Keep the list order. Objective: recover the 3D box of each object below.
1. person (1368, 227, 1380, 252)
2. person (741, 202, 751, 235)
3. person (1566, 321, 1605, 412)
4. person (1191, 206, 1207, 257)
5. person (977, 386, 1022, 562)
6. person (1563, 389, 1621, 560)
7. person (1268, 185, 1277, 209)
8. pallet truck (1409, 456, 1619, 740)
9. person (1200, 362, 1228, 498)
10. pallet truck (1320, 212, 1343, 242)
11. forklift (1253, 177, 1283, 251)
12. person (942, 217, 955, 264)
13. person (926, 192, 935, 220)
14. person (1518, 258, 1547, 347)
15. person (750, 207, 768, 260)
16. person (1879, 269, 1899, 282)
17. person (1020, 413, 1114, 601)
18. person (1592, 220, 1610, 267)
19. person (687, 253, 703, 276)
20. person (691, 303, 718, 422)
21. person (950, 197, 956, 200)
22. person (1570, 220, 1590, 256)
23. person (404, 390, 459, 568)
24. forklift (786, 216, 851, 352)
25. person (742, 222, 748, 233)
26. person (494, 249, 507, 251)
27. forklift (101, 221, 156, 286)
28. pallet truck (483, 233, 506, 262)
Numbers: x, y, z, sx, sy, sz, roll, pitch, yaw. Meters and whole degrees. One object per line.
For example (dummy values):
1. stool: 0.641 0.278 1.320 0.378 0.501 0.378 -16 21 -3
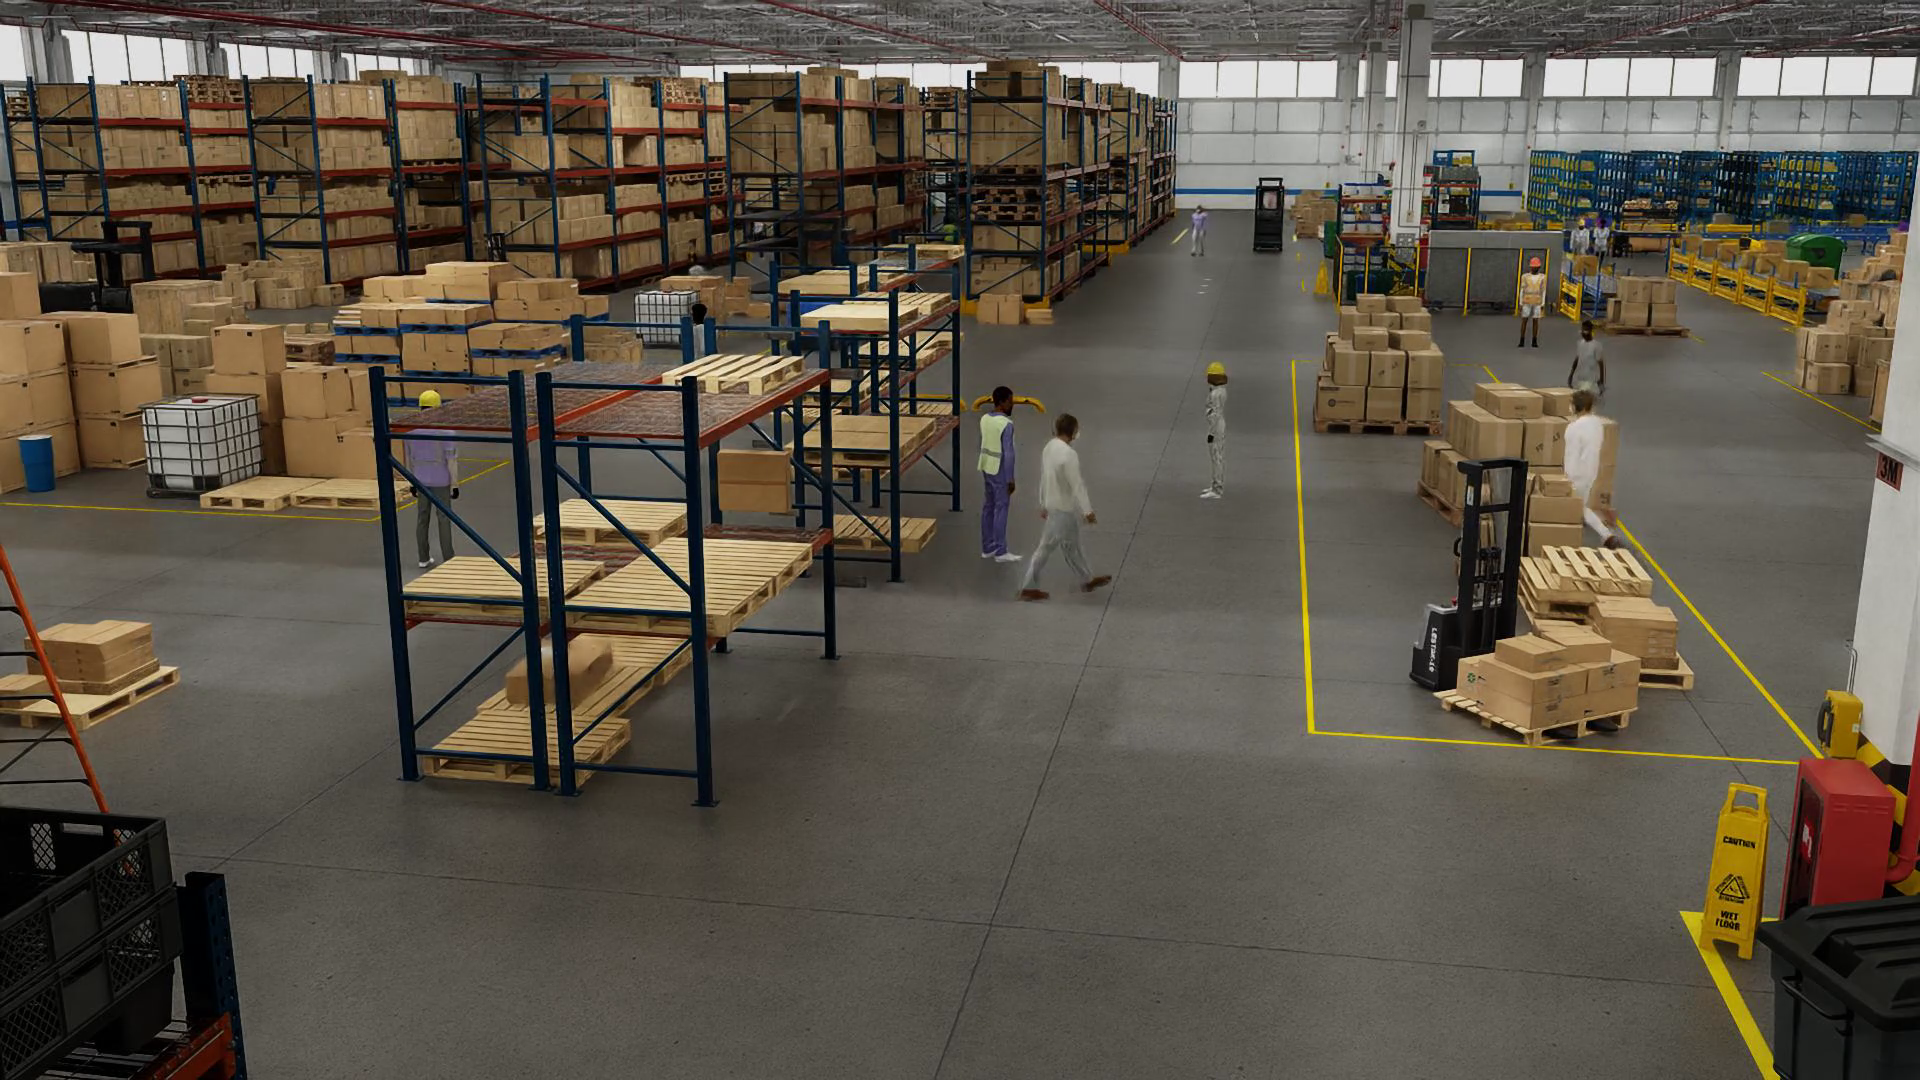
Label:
1. person: 13.675 -9.785 55.030 1.002 1.863 0.657 6 15 24
2. person: -9.565 -14.523 74.237 0.543 1.887 1.027 0 14 1
3. person: 9.385 -2.394 25.094 0.987 1.819 0.555 -5 15 -21
4. person: 8.895 -11.495 61.928 0.649 1.884 1.023 7 15 26
5. person: 0.407 -0.720 18.111 0.398 1.916 0.590 -8 16 -28
6. person: 6.727 -0.658 17.873 0.634 1.923 0.689 -13 19 -42
7. person: 15.622 -16.619 82.578 0.613 1.969 0.814 -4 14 -17
8. pallet truck: 4.504 0.400 13.395 0.823 1.965 1.885 -6 15 -23
9. person: 3.251 -1.406 21.248 0.287 1.746 0.487 4 14 15
10. pallet truck: 15.874 -13.227 70.310 0.680 1.201 1.601 10 17 35
11. forklift: 12.083 -12.747 64.956 1.129 2.768 1.873 3 14 10
12. person: -0.386 -10.505 58.393 0.525 1.646 0.881 -5 15 -19
13. person: -1.545 -17.633 87.091 0.533 1.767 0.326 -7 15 -26
14. person: 12.391 -5.139 36.006 0.552 1.936 0.358 3 14 13
15. person: -7.358 -11.168 60.582 0.622 1.889 0.585 -11 17 -37
16. person: 17.836 -4.277 32.298 0.690 2.000 0.829 -12 18 -41
17. person: 1.058 -0.326 16.602 1.044 1.881 0.646 -4 14 -14
18. person: 21.890 -10.124 56.824 0.533 1.659 0.872 4 14 17
19. person: -6.153 -5.746 38.663 0.454 1.845 0.529 6 15 24
20. person: -4.079 -2.749 26.244 0.361 1.965 0.613 13 19 42
21. person: -0.230 -17.965 88.386 0.589 1.796 0.896 3 14 10
22. person: 20.057 -9.454 53.823 0.612 1.786 0.912 3 14 12
23. person: -5.636 -0.645 17.816 0.585 1.918 0.409 3 14 11
24. forklift: -2.993 -5.504 35.551 1.129 2.768 1.873 3 14 10
25. person: -8.913 -13.151 69.182 0.348 1.629 0.520 -1 14 -4
26. person: -14.588 -9.167 53.002 0.532 1.624 0.435 2 14 8
27. forklift: -16.772 -5.071 33.793 1.129 2.768 1.873 3 14 10
28. pallet truck: -11.832 -7.026 43.548 1.885 1.965 0.823 8 16 28
